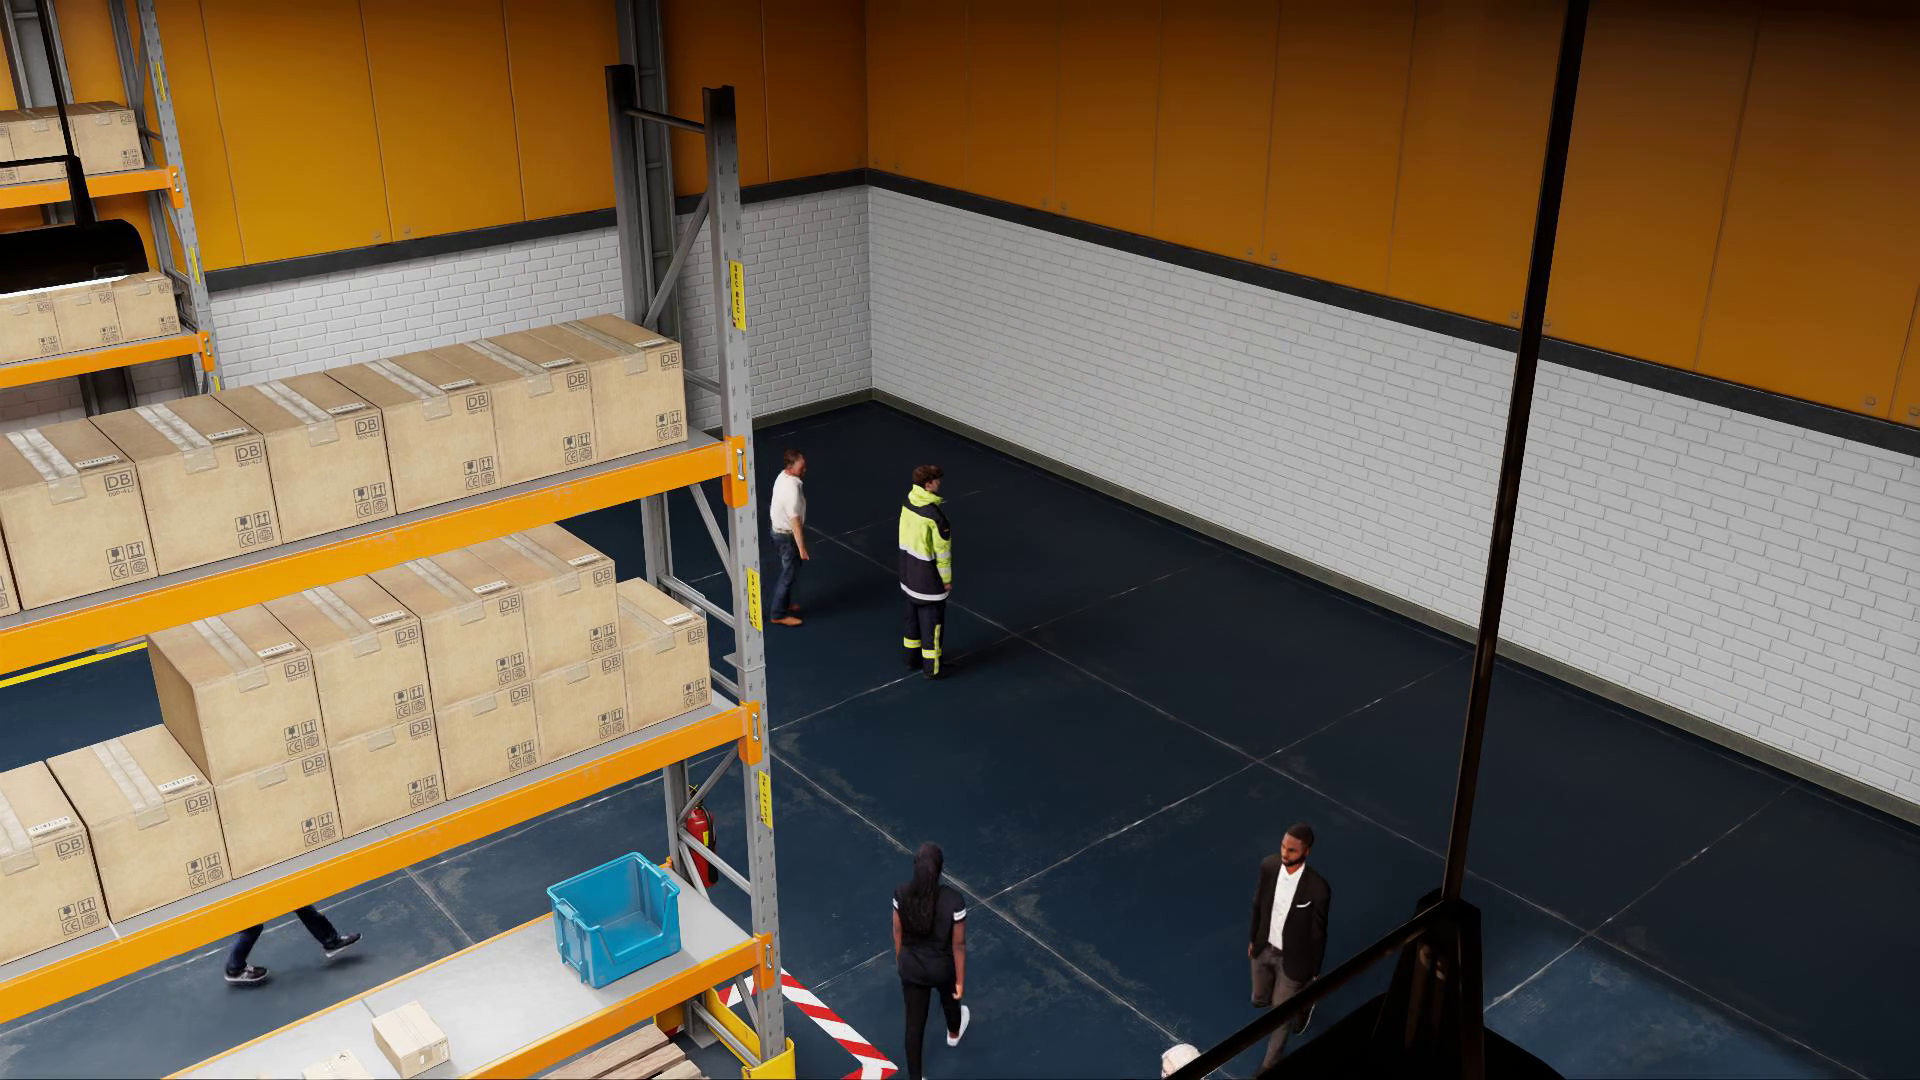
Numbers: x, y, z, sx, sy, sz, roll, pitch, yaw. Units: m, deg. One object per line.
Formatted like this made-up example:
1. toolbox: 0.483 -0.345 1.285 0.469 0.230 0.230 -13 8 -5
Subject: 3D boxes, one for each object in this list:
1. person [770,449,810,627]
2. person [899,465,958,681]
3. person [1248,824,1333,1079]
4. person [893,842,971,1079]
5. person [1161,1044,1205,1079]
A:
1. person: -1.668 -0.022 15.622 0.839 1.812 0.853 -9 25 -20
2. person: -0.315 0.268 14.751 0.608 1.978 0.751 -18 29 -35
3. person: 1.991 2.460 9.978 0.970 1.784 0.702 -22 32 -40
4. person: -0.204 2.590 9.789 1.025 1.697 1.147 5 24 11
5. person: 1.159 3.208 8.334 0.639 1.731 0.576 -19 30 -37
